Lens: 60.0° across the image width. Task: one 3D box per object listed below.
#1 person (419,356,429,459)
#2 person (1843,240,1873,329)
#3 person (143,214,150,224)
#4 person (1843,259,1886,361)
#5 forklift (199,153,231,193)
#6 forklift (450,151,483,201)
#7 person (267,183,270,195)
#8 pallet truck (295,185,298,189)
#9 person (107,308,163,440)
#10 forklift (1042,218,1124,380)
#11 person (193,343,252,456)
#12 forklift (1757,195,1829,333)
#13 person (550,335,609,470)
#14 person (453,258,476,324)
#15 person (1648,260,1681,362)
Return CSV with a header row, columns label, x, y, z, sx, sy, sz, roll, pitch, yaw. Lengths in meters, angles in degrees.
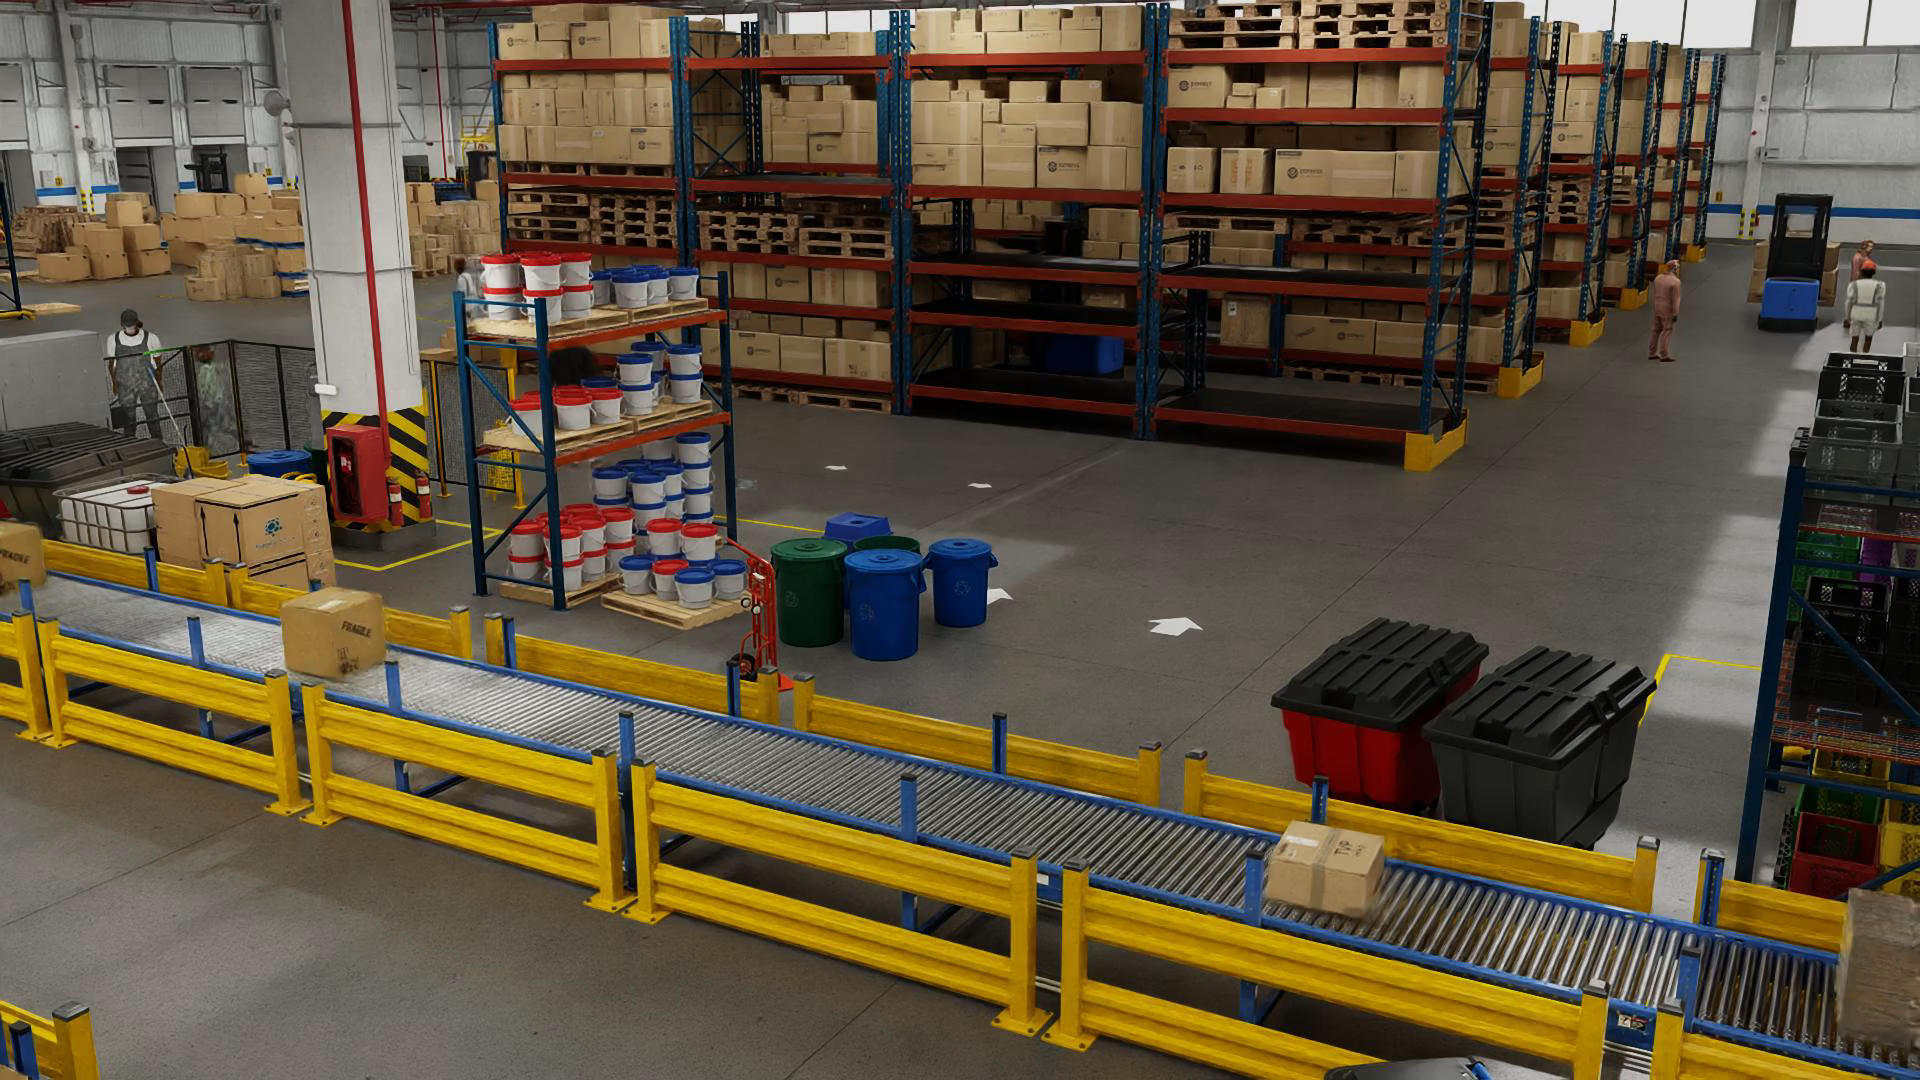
label,x,y,z,sx,sy,sz,roll,pitch,yaw
person,-7.516,-1.952,22.610,0.466,1.753,0.523,8,17,28
person,19.216,-5.450,35.487,0.635,1.899,0.399,-13,20,-40
person,-23.254,-8.515,47.583,0.874,1.591,0.517,8,17,28
person,16.193,-4.010,29.814,0.637,2.019,0.690,9,17,29
forklift,-27.440,-12.865,61.464,1.873,2.768,1.129,8,17,28
forklift,-18.740,-13.643,64.388,1.873,2.768,1.129,0,15,1
person,-24.609,-11.681,58.887,0.891,1.906,0.543,-11,18,-35
pallet truck,-26.804,-14.617,69.738,1.885,1.965,0.823,-14,20,-42
person,-11.355,-2.189,22.937,0.674,2.000,0.535,-5,16,-20
forklift,1.782,-4.041,28.290,1.873,2.768,1.129,8,17,28
person,-10.154,-1.894,22.682,0.756,1.606,0.502,-7,16,-23
forklift,17.727,-5.900,35.281,1.129,2.768,1.873,8,17,27
person,-5.110,-1.902,22.043,0.710,1.944,0.511,0,15,-1
person,-9.386,-4.490,31.958,0.852,1.857,0.574,1,15,3
person,13.219,-4.285,31.096,0.400,1.902,0.642,-5,16,-18
